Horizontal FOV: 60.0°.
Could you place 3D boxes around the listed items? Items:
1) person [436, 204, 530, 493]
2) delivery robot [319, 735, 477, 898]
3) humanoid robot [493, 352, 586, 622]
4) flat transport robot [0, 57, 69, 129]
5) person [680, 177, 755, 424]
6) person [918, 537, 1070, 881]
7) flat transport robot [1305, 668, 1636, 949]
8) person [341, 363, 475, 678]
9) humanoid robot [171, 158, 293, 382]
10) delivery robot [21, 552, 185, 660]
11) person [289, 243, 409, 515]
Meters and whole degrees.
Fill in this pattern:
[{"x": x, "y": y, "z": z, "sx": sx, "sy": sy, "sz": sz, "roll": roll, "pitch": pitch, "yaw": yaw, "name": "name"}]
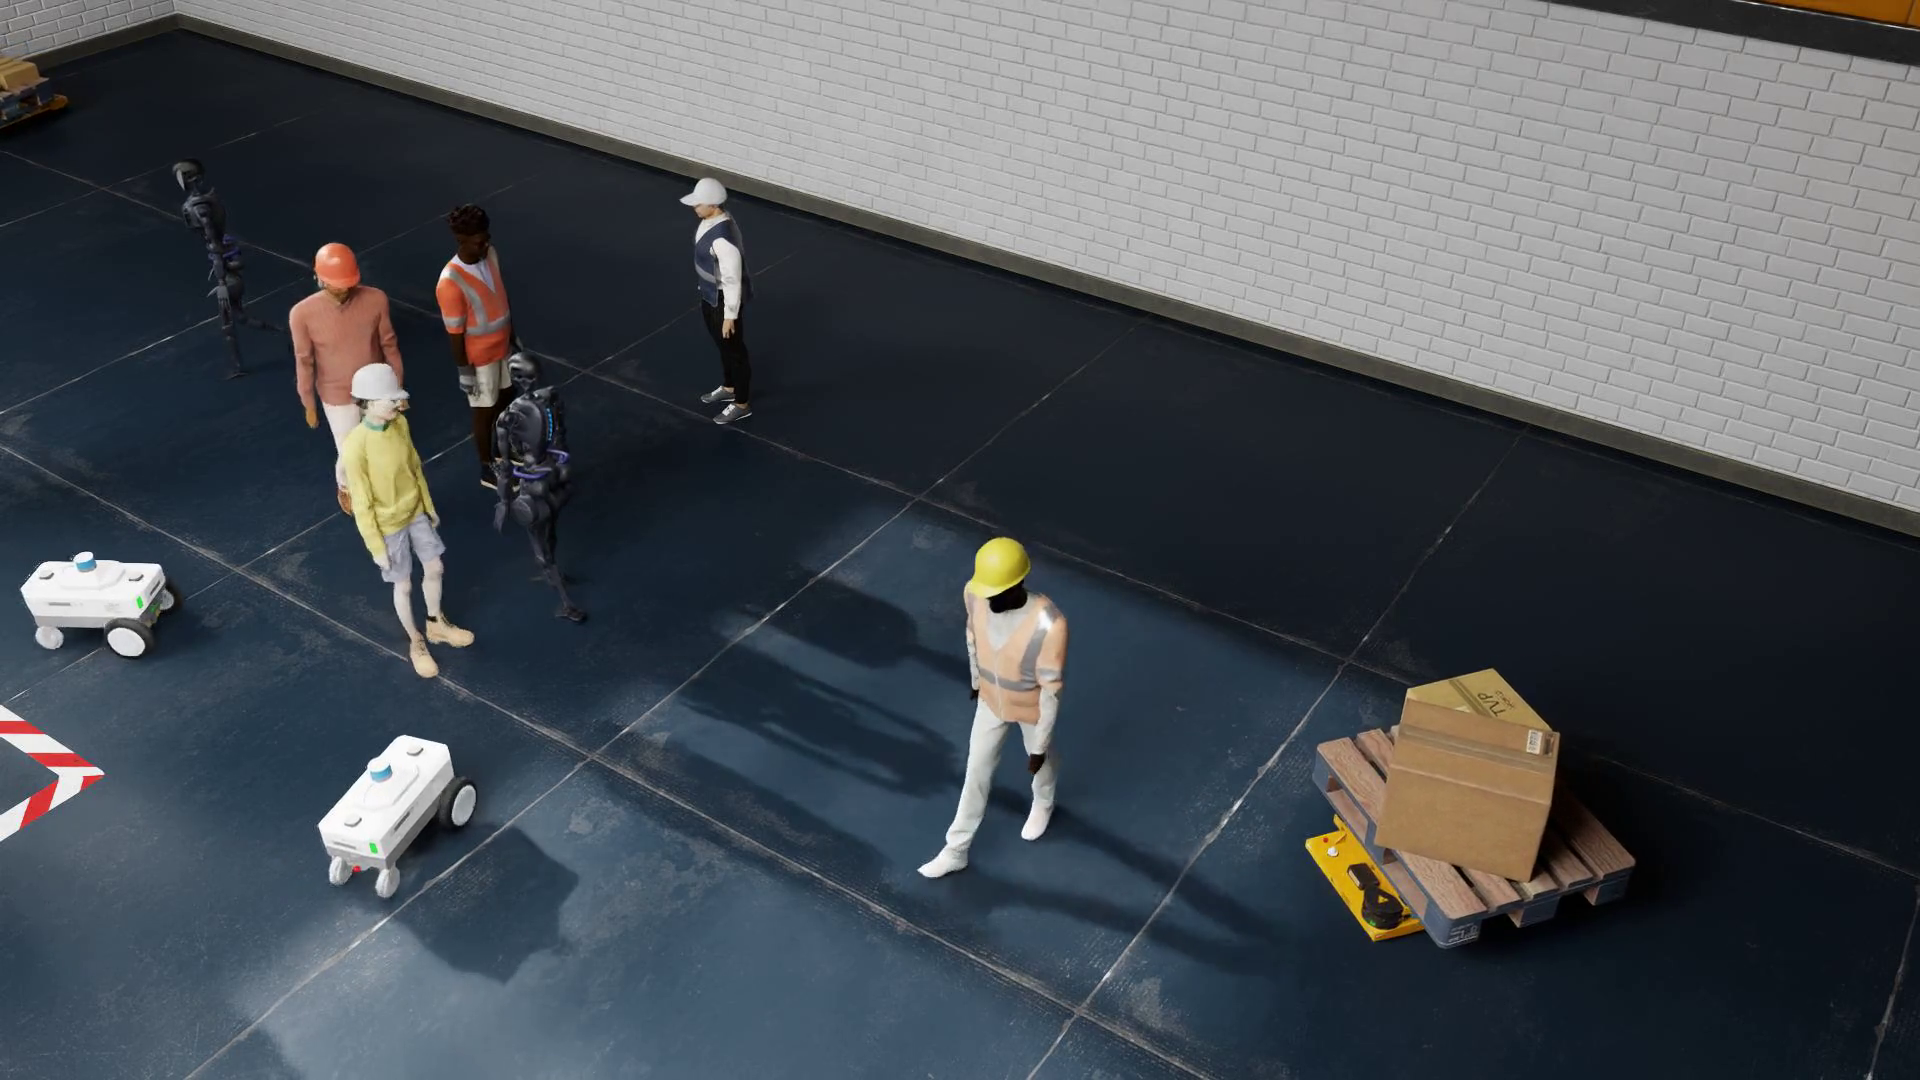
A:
[{"x": -3.002, "y": -1.216, "z": 10.535, "sx": 0.378, "sy": 1.955, "sz": 0.612, "roll": 7, "pitch": 36, "yaw": 10, "name": "person"}, {"x": -2.776, "y": 1.302, "z": 8.153, "sx": 0.499, "sy": 0.594, "sz": 0.769, "roll": 11, "pitch": 36, "yaw": 15, "name": "delivery robot"}, {"x": -2.433, "y": -0.308, "z": 9.504, "sx": 0.605, "sy": 1.637, "sz": 0.611, "roll": 16, "pitch": 38, "yaw": 22, "name": "humanoid robot"}, {"x": -9.502, "y": -4.132, "z": 16.169, "sx": 0.659, "sy": 0.231, "sz": 1.431, "roll": 14, "pitch": 37, "yaw": 19, "name": "flat transport robot"}, {"x": -1.618, "y": -1.640, "z": 11.307, "sx": 0.432, "sy": 1.758, "sz": 0.748, "roll": -12, "pitch": 37, "yaw": -17, "name": "person"}, {"x": 0.194, "y": 0.796, "z": 7.714, "sx": 0.599, "sy": 1.874, "sz": 0.948, "roll": 22, "pitch": 41, "yaw": 28, "name": "person"}, {"x": 2.485, "y": 1.500, "z": 8.120, "sx": 1.431, "sy": 0.231, "sz": 0.659, "roll": -11, "pitch": 37, "yaw": -16, "name": "flat transport robot"}, {"x": -3.065, "y": -0.103, "z": 9.014, "sx": 0.397, "sy": 1.873, "sz": 0.531, "roll": 17, "pitch": 38, "yaw": 23, "name": "person"}, {"x": -5.153, "y": -1.935, "z": 11.820, "sx": 0.637, "sy": 1.635, "sz": 0.609, "roll": -16, "pitch": 38, "yaw": -21, "name": "humanoid robot"}, {"x": -4.913, "y": 0.347, "z": 9.535, "sx": 0.818, "sy": 0.614, "sz": 0.499, "roll": 1, "pitch": 35, "yaw": 2, "name": "delivery robot"}, {"x": -3.671, "y": -0.910, "z": 10.080, "sx": 0.629, "sy": 1.966, "sz": 0.538, "roll": -25, "pitch": 42, "yaw": -31, "name": "person"}]
